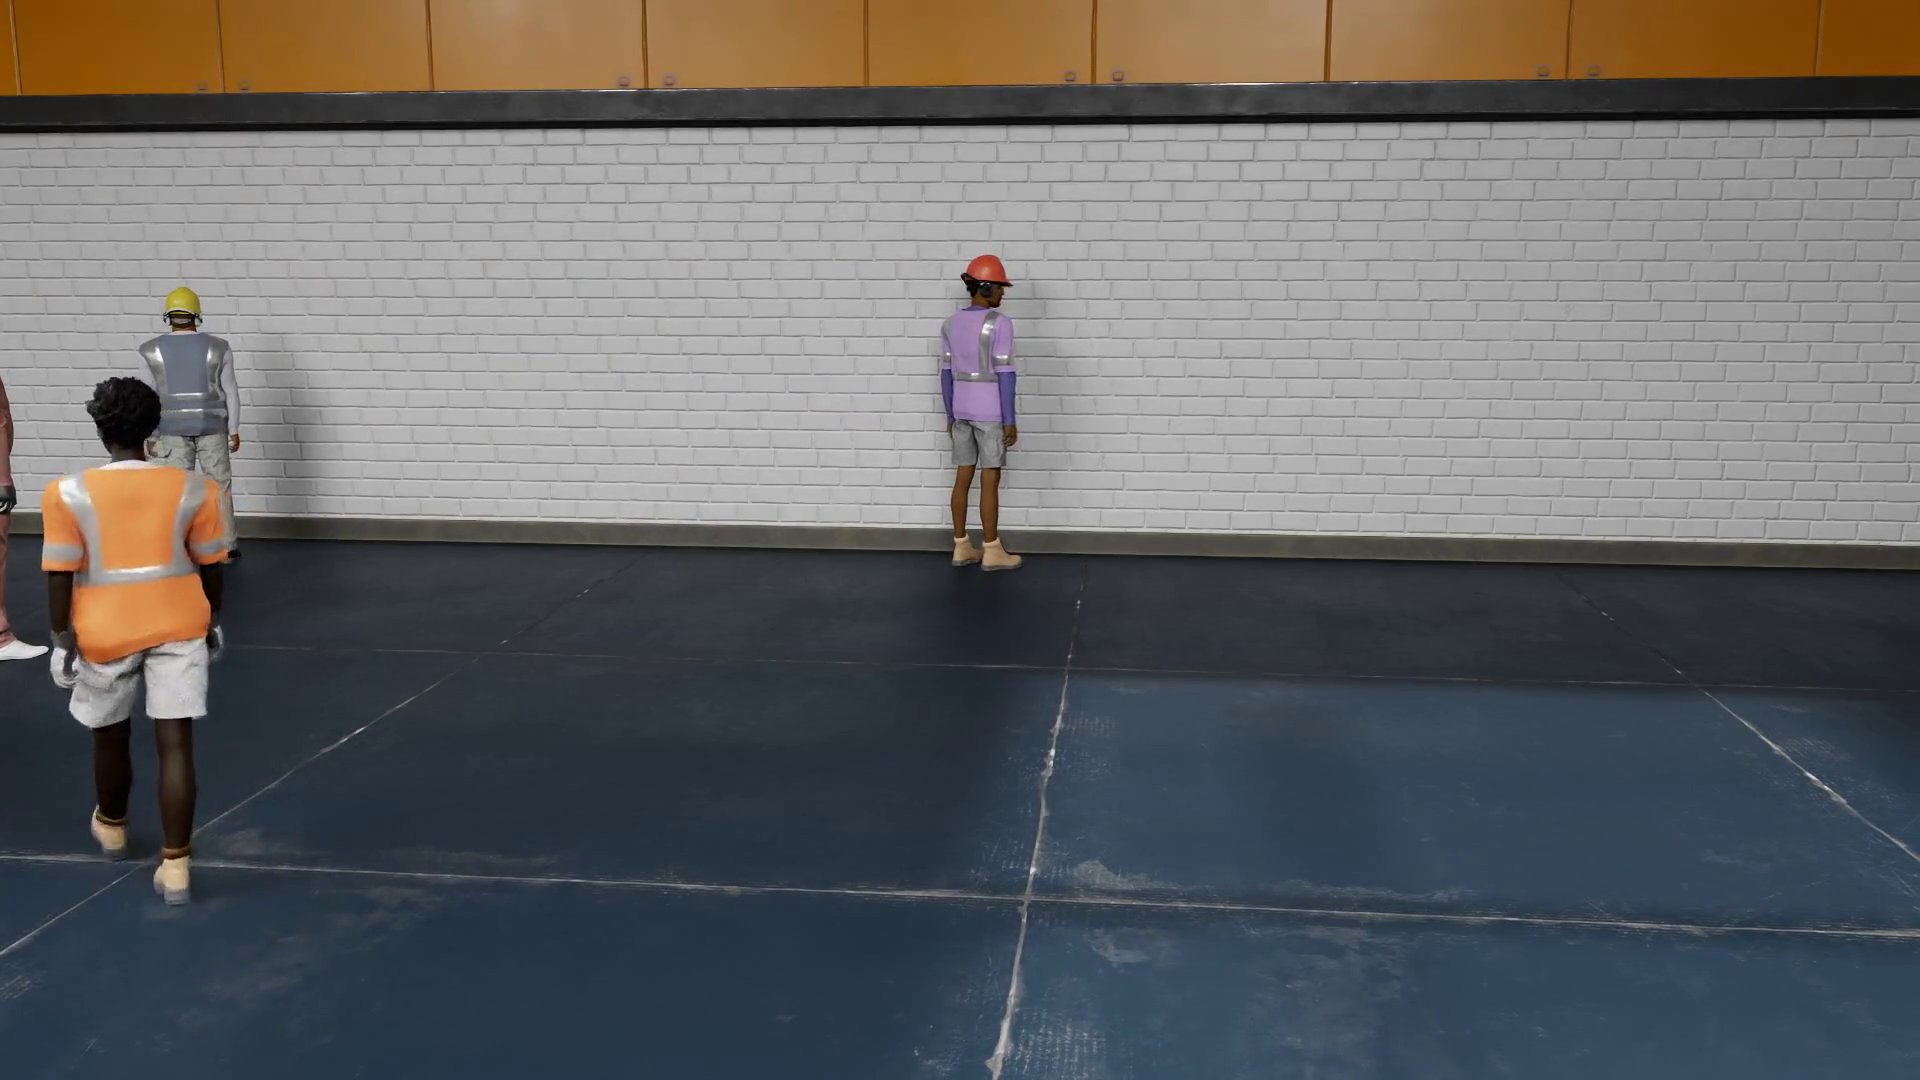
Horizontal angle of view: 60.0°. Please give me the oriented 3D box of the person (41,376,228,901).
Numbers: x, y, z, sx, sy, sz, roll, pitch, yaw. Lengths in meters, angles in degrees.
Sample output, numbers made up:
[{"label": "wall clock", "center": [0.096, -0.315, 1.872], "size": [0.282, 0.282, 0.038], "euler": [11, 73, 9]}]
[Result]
[{"label": "person", "center": [-2.703, 0.296, 5.473], "size": [0.555, 1.658, 0.827], "euler": [-6, 12, -32]}]

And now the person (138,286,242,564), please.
[{"label": "person", "center": [-5.039, -0.738, 10.927], "size": [0.588, 1.835, 0.404], "euler": [-4, 11, -21]}]

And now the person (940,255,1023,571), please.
[{"label": "person", "center": [0.147, -0.824, 10.835], "size": [0.394, 2.039, 0.608], "euler": [-9, 14, -43]}]

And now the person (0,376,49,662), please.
[{"label": "person", "center": [-4.979, -0.332, 8.387], "size": [0.642, 1.913, 0.409], "euler": [5, 11, 28]}]
